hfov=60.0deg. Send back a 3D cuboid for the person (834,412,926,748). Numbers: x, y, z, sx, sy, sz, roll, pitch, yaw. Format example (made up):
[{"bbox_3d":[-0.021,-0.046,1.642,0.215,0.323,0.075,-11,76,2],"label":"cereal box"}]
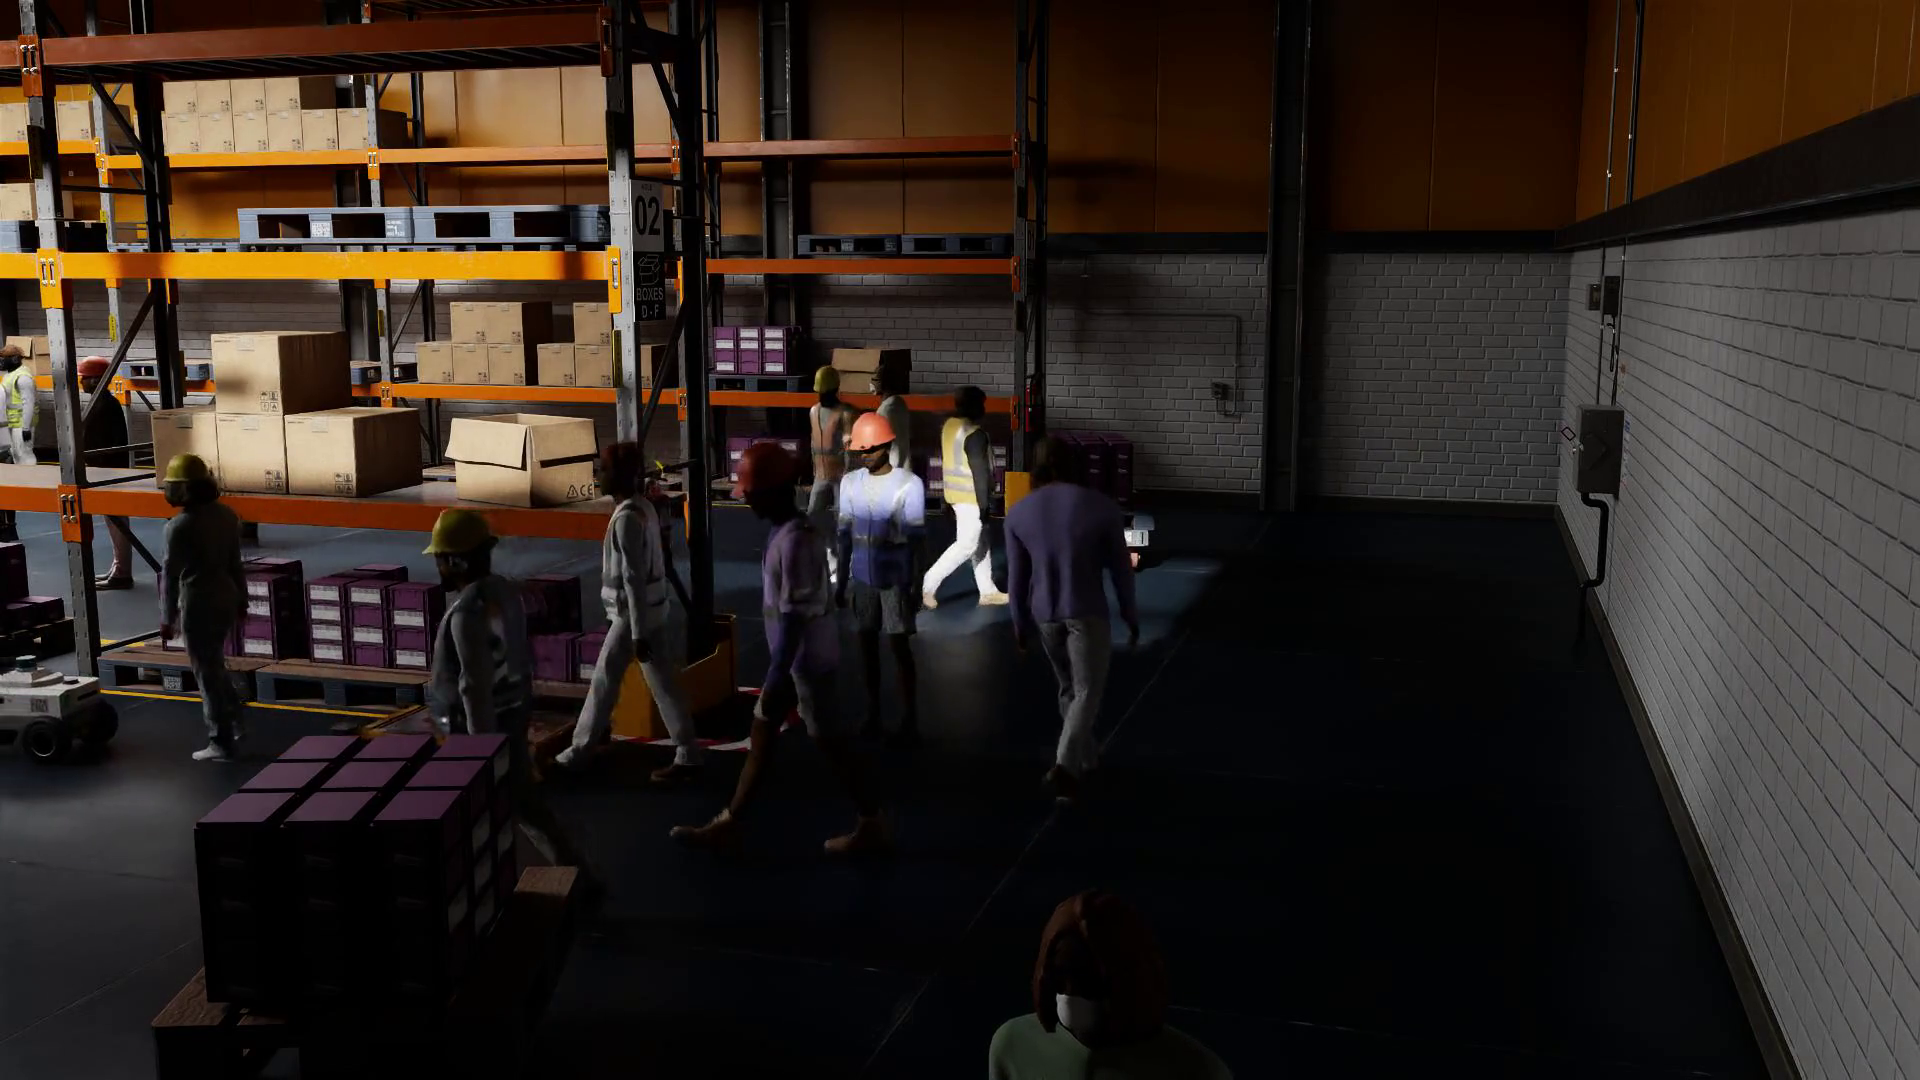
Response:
[{"bbox_3d":[-0.469,0.220,9.592,0.551,1.925,0.402,5,10,27],"label":"person"}]

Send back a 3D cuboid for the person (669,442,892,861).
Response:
[{"bbox_3d":[-0.795,0.528,7.551,1.048,1.966,0.672,-2,10,-13],"label":"person"}]

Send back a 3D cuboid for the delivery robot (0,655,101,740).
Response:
[{"bbox_3d":[-5.234,0.893,9.353,0.707,0.478,0.477,1,9,7],"label":"delivery robot"}]

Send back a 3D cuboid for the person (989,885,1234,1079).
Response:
[{"bbox_3d":[0.268,1.431,3.110,0.502,1.626,0.283,5,11,28],"label":"person"}]

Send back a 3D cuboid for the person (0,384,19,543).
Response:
[{"bbox_3d":[-9.609,-0.915,16.452,0.361,1.940,0.543,-1,9,-6],"label":"person"}]

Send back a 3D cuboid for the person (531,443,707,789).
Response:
[{"bbox_3d":[-1.788,0.408,8.746,0.968,1.829,0.585,0,9,1],"label":"person"}]

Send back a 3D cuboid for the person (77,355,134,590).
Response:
[{"bbox_3d":[-7.285,-0.573,14.190,0.378,1.996,0.611,-4,10,-23],"label":"person"}]

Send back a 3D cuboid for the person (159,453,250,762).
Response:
[{"bbox_3d":[-4.187,0.379,9.181,0.393,1.725,0.518,3,10,17],"label":"person"}]

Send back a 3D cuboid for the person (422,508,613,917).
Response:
[{"bbox_3d":[-1.896,0.747,6.815,0.918,1.786,0.596,1,9,4],"label":"person"}]

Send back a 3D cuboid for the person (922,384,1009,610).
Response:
[{"bbox_3d":[0.020,-0.338,13.304,0.863,1.815,0.628,-3,10,-19],"label":"person"}]

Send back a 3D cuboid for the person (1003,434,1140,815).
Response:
[{"bbox_3d":[0.529,0.413,8.520,0.687,1.889,0.927,4,10,21],"label":"person"}]

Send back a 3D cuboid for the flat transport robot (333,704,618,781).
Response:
[{"bbox_3d":[-2.697,1.102,9.228,1.431,0.197,0.652,3,10,16],"label":"flat transport robot"}]

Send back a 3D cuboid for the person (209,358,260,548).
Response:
[{"bbox_3d":[-7.134,-0.944,16.316,0.539,2.000,0.688,-4,10,-21],"label":"person"}]

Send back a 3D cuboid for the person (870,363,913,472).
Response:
[{"bbox_3d":[-0.589,-0.524,14.066,0.379,1.940,0.629,1,9,4],"label":"person"}]

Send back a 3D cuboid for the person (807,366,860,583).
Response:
[{"bbox_3d":[-1.104,-0.562,14.412,0.604,1.901,0.466,7,12,38],"label":"person"}]

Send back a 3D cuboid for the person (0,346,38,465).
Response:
[{"bbox_3d":[-11.012,-1.338,19.438,0.653,1.835,0.429,9,13,43],"label":"person"}]
